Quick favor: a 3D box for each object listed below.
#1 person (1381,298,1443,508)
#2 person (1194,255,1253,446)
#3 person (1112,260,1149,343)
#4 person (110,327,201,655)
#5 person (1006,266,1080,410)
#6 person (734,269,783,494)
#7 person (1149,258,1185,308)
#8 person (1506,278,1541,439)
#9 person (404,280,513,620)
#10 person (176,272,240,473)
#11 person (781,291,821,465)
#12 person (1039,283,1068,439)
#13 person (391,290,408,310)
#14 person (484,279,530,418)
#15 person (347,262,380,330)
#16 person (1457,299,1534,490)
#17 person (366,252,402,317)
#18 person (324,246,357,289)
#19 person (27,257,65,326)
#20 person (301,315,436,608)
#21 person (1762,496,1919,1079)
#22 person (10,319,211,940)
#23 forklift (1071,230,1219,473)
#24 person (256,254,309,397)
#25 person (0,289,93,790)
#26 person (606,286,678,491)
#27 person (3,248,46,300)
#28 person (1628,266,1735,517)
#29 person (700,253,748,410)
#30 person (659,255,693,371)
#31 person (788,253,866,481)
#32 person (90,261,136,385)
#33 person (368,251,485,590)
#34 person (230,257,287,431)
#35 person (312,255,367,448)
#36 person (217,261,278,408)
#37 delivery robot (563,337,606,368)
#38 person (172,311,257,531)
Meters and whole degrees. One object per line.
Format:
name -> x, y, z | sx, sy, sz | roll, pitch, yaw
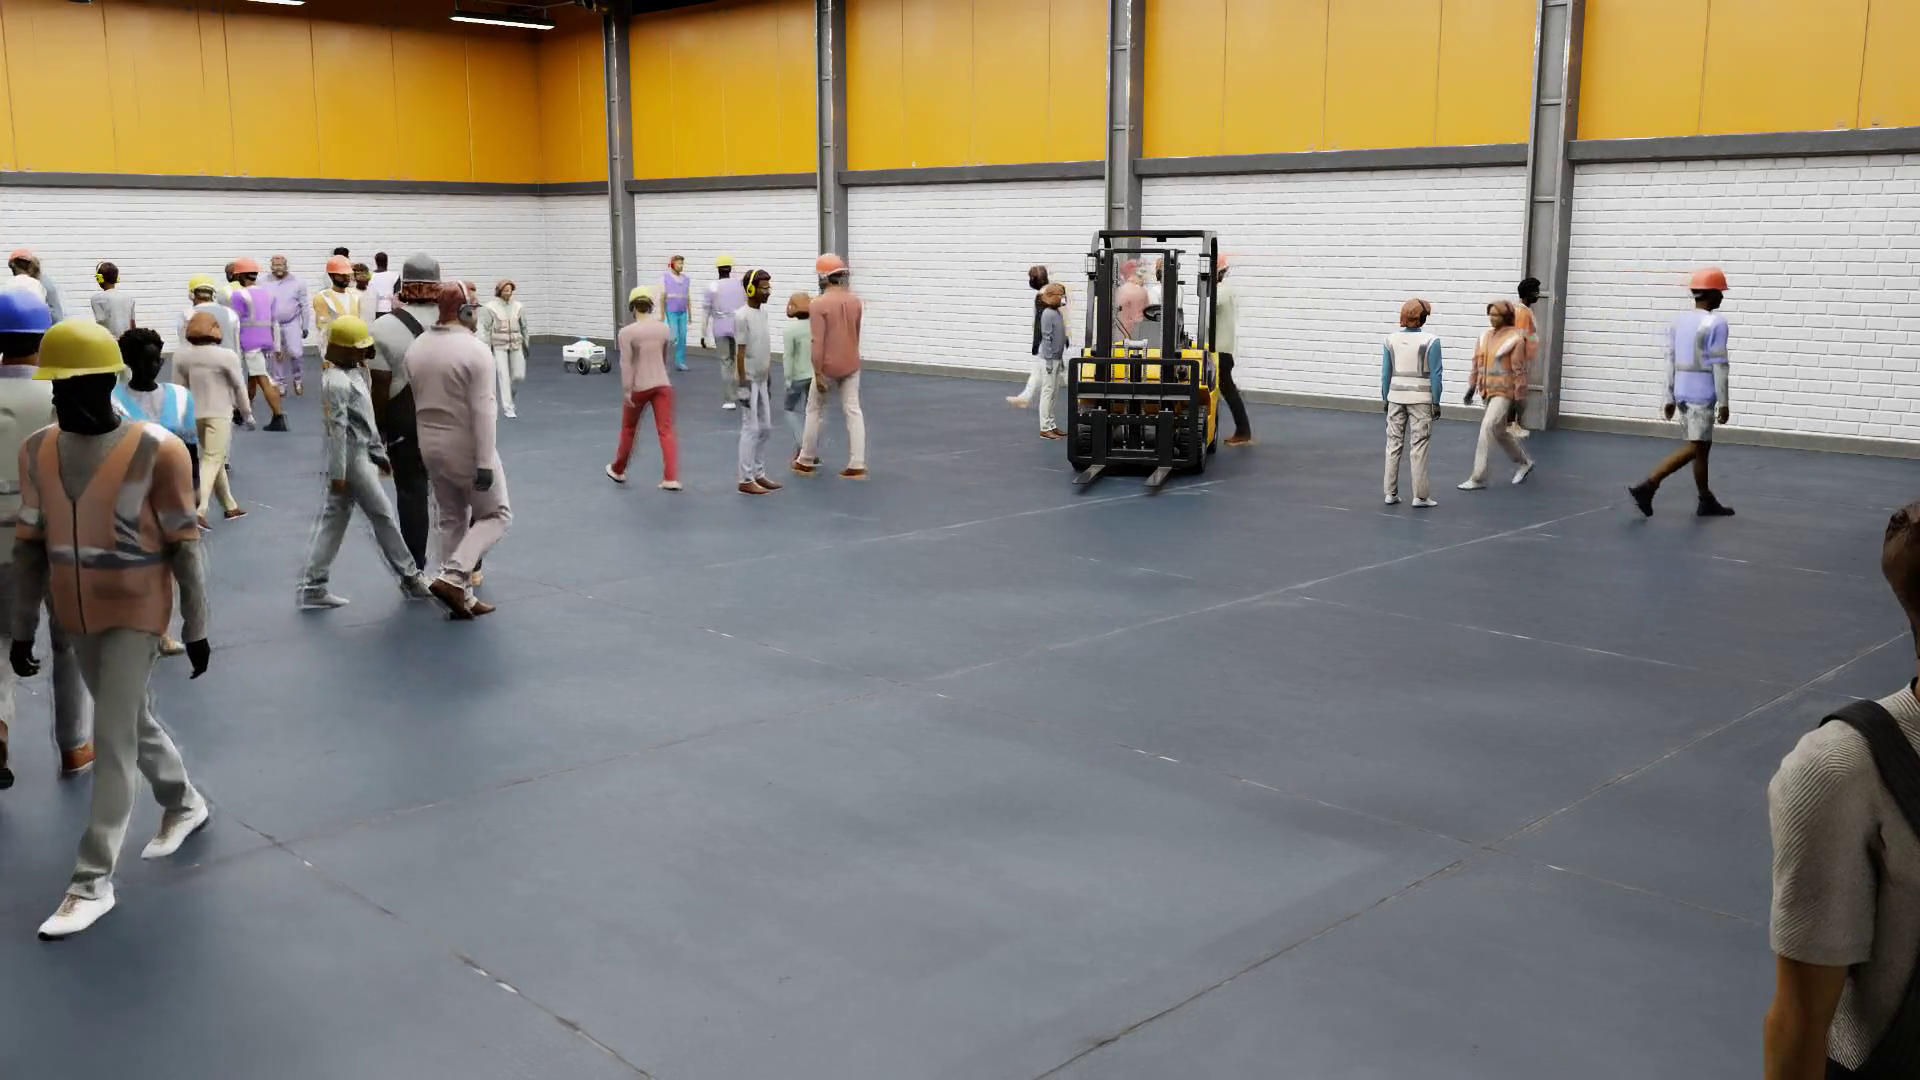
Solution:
person -> 3.544, -1.071, 13.075 | 0.513, 1.641, 0.309 | 10, 14, 43
person -> 2.554, -1.930, 16.943 | 1.022, 1.939, 0.626 | 4, 11, 21
person -> 1.797, -1.987, 17.474 | 0.436, 1.882, 0.705 | -2, 11, -11
person -> -4.226, -0.266, 8.606 | 0.657, 1.680, 0.540 | 8, 13, 38
person -> 1.086, -2.447, 20.266 | 1.040, 1.758, 0.630 | 2, 11, 9
person -> -1.688, -1.302, 13.760 | 0.335, 1.858, 0.526 | 4, 11, 21
person -> 2.330, -2.287, 19.048 | 0.355, 1.882, 0.576 | 9, 14, 41
person -> 5.937, -1.917, 17.559 | 0.318, 1.691, 0.534 | 3, 11, 18
person -> -2.759, -0.472, 9.130 | 0.648, 1.891, 0.477 | 6, 12, 31
person -> -6.715, -1.482, 14.883 | 0.415, 1.804, 0.592 | 9, 14, 40
person -> -1.456, -1.487, 15.419 | 0.508, 1.622, 0.367 | -9, 14, -40
person -> 0.991, -1.885, 17.537 | 0.279, 1.633, 0.500 | 3, 11, 18
person -> -5.786, -2.071, 17.959 | 0.653, 1.863, 0.984 | -6, 12, -31
person -> -5.350, -2.260, 19.590 | 0.536, 1.626, 0.474 | -7, 13, -34
person -> -7.243, -2.438, 20.069 | 0.571, 1.822, 0.914 | -10, 14, -43
person -> 4.591, -1.236, 14.072 | 0.823, 1.602, 0.505 | -4, 11, -20
person -> -9.084, -3.590, 26.188 | 0.589, 1.880, 0.974 | 1, 10, 4
person -> -9.877, -3.729, 26.709 | 0.642, 1.953, 0.416 | 4, 11, 18
person -> -10.942, -2.439, 19.839 | 0.959, 1.893, 0.670 | -7, 13, -35
person -> -3.397, -0.435, 9.473 | 0.821, 1.682, 0.488 | -4, 11, -21
person -> 1.241, 0.829, 2.154 | 0.511, 1.846, 0.341 | -5, 11, -25
person -> -2.752, 0.224, 5.378 | 0.603, 1.879, 0.965 | 3, 11, 14
forklift -> 1.804, -1.825, 15.677 | 1.214, 2.155, 2.313 | 2, 11, 13
person -> -8.977, -2.837, 22.031 | 0.656, 1.890, 0.433 | -3, 11, -16
person -> -3.549, 0.017, 6.341 | 0.610, 1.932, 0.648 | -2, 11, -10
person -> -2.686, -1.285, 14.083 | 0.510, 1.705, 0.908 | -8, 13, -37
person -> -10.627, -2.335, 19.022 | 0.778, 1.990, 0.663 | 0, 10, 3
person -> 5.480, -1.095, 12.492 | 0.878, 1.916, 0.550 | -2, 11, -9
person -> -2.912, -2.570, 20.515 | 0.610, 1.901, 0.702 | -5, 12, -27
person -> -4.463, -3.559, 26.131 | 0.448, 1.827, 0.589 | 9, 14, 42
person -> -1.153, -1.517, 14.605 | 0.608, 1.960, 0.925 | -9, 14, -41
person -> -8.619, -1.899, 16.981 | 0.309, 1.864, 0.535 | 4, 11, 23
person -> -3.214, -0.717, 10.053 | 0.688, 2.000, 0.536 | -5, 12, -26
person -> -7.802, -2.136, 18.202 | 1.013, 1.880, 0.558 | 3, 11, 18
person -> -6.102, -1.842, 16.466 | 0.377, 1.938, 0.547 | 5, 12, 27
person -> -8.794, -2.509, 20.459 | 0.662, 1.822, 0.632 | 6, 12, 30
delivery robot -> -5.823, -2.900, 25.756 | 0.707, 0.478, 0.477 | 8, 13, 38
person -> -5.502, -0.879, 12.174 | 0.499, 1.588, 0.888 | 2, 11, 10
